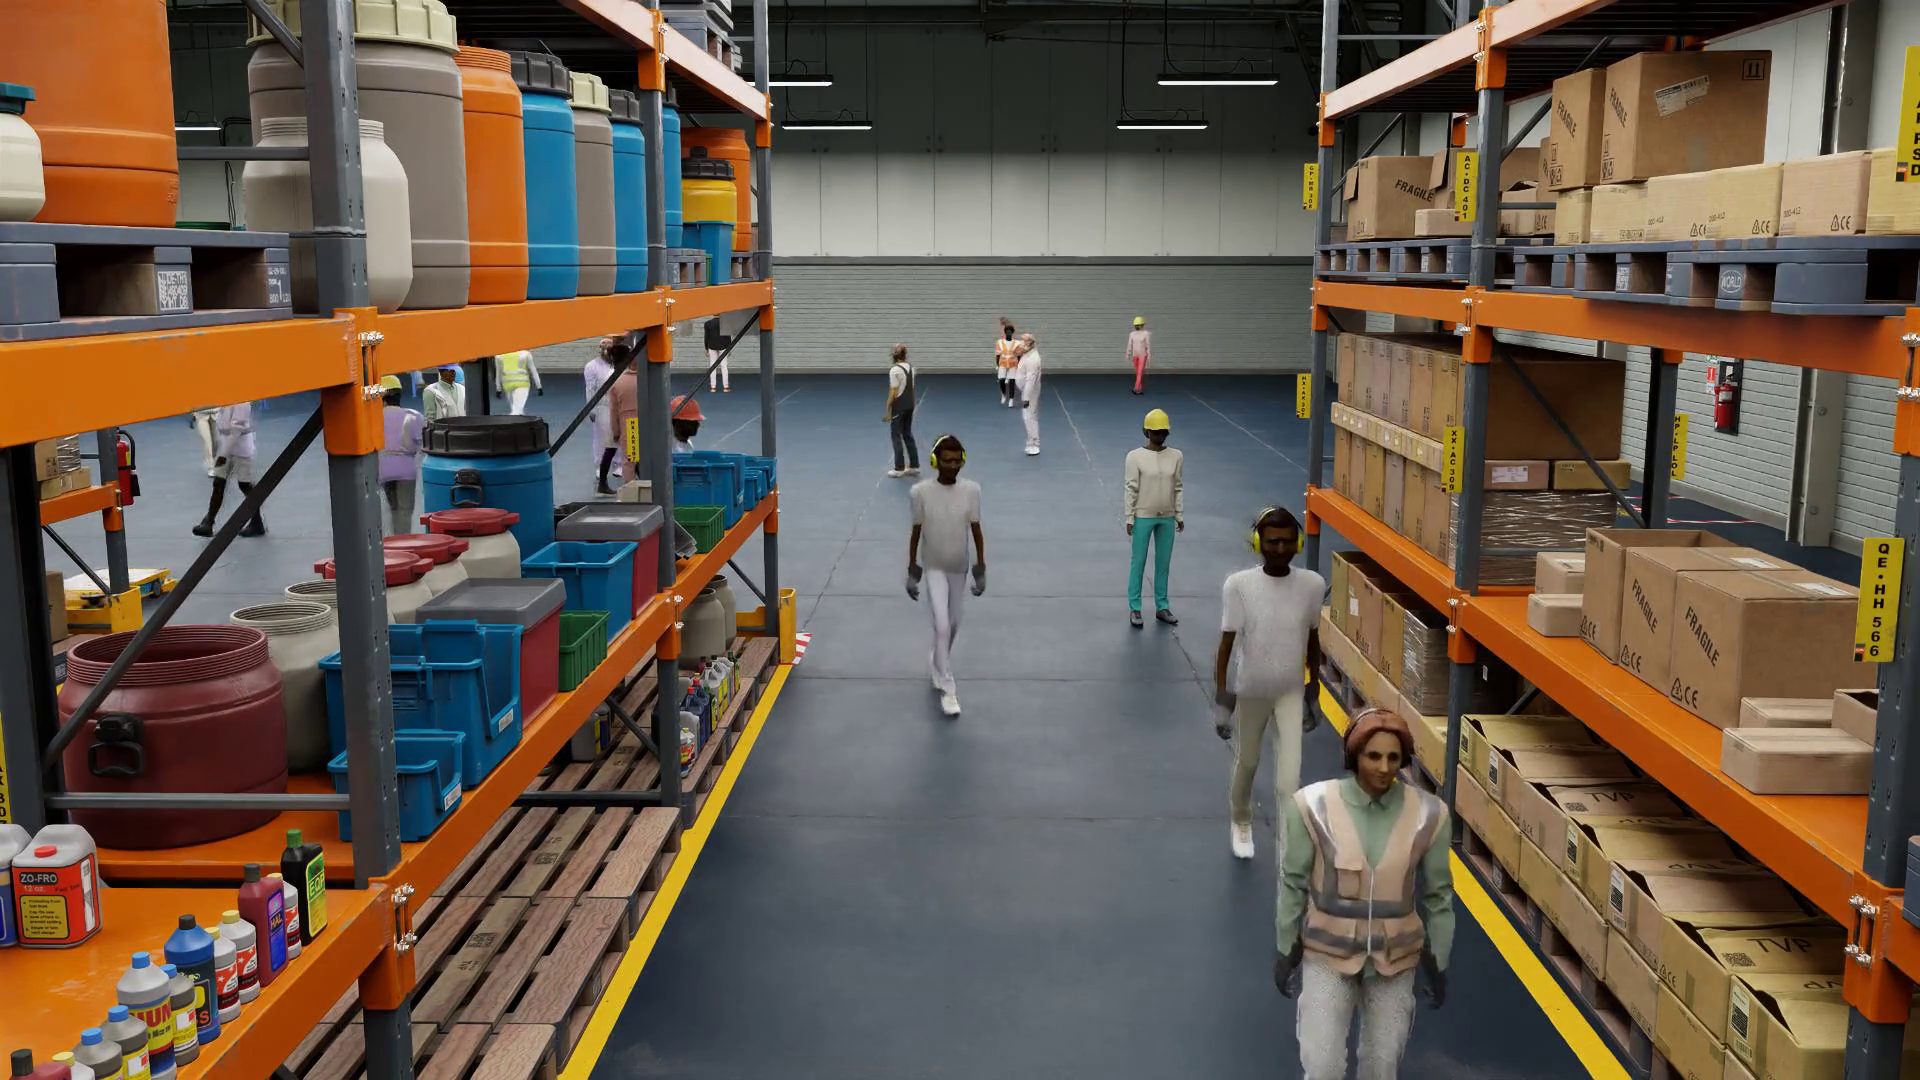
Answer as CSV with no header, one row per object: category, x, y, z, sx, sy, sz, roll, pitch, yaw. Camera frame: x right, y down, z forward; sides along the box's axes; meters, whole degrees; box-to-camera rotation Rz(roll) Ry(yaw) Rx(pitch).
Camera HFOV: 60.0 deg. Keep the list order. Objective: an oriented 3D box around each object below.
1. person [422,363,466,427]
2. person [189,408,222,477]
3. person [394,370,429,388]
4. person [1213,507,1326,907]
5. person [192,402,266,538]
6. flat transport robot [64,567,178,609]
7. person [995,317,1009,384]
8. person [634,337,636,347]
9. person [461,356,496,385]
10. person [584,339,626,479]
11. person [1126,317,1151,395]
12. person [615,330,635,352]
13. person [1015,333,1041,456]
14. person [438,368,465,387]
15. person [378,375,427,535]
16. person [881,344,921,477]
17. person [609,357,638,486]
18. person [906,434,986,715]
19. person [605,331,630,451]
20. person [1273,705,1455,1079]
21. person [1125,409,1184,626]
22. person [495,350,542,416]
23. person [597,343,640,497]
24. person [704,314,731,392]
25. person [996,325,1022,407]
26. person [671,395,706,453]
person,-5.704,-1.111,18.579,0.391,1.948,0.605,5,11,27
person,-10.474,-1.702,23.123,0.529,1.618,0.614,-8,12,-39
person,-13.044,-4.529,39.199,0.905,1.910,0.627,0,9,3
person,1.472,0.730,7.958,0.553,1.823,0.990,0,9,-1
person,-7.830,-0.938,17.755,0.575,1.873,0.853,7,11,34
flat transport robot,-7.434,0.440,14.425,0.652,0.197,1.431,0,9,-1
person,1.022,-4.629,40.620,0.567,1.619,0.518,3,10,16
person,-6.424,-3.664,34.295,0.609,1.807,0.807,-2,10,-12
person,-8.614,-2.895,29.779,0.667,1.788,0.991,4,10,21
person,-4.824,-1.805,22.861,0.643,1.909,0.410,-9,13,-44
person,3.945,-4.085,37.067,0.545,1.724,0.890,7,12,36
person,-7.418,-4.194,36.896,0.691,2.000,0.920,-4,10,-25
person,1.046,-2.262,25.728,0.397,1.873,0.762,0,9,-2
person,-7.692,-2.062,25.120,0.564,1.694,0.440,7,12,35
person,-5.324,-0.630,15.877,0.657,1.882,0.760,1,9,3
person,-0.822,-1.785,23.016,0.400,1.822,0.537,6,11,32
person,-3.838,-1.308,19.882,0.653,1.906,0.408,1,10,6
person,-0.101,0.183,11.220,0.532,1.829,0.910,-3,10,-16
person,-5.124,-2.343,25.737,0.683,2.022,0.619,-2,10,-13
person,1.238,1.299,5.092,0.535,1.624,0.372,0,9,3
person,1.594,-0.187,13.584,0.533,1.768,0.310,-4,10,-21
person,-7.326,-2.521,27.557,0.715,1.783,0.999,1,10,8
person,-4.192,-1.510,21.041,0.934,1.928,0.607,-1,10,-6
person,-5.542,-4.392,38.086,0.611,1.996,0.379,-1,9,-4
person,0.993,-3.545,33.920,0.544,1.680,0.373,1,10,5
person,-2.168,-0.181,13.083,0.427,1.918,0.562,1,10,5
